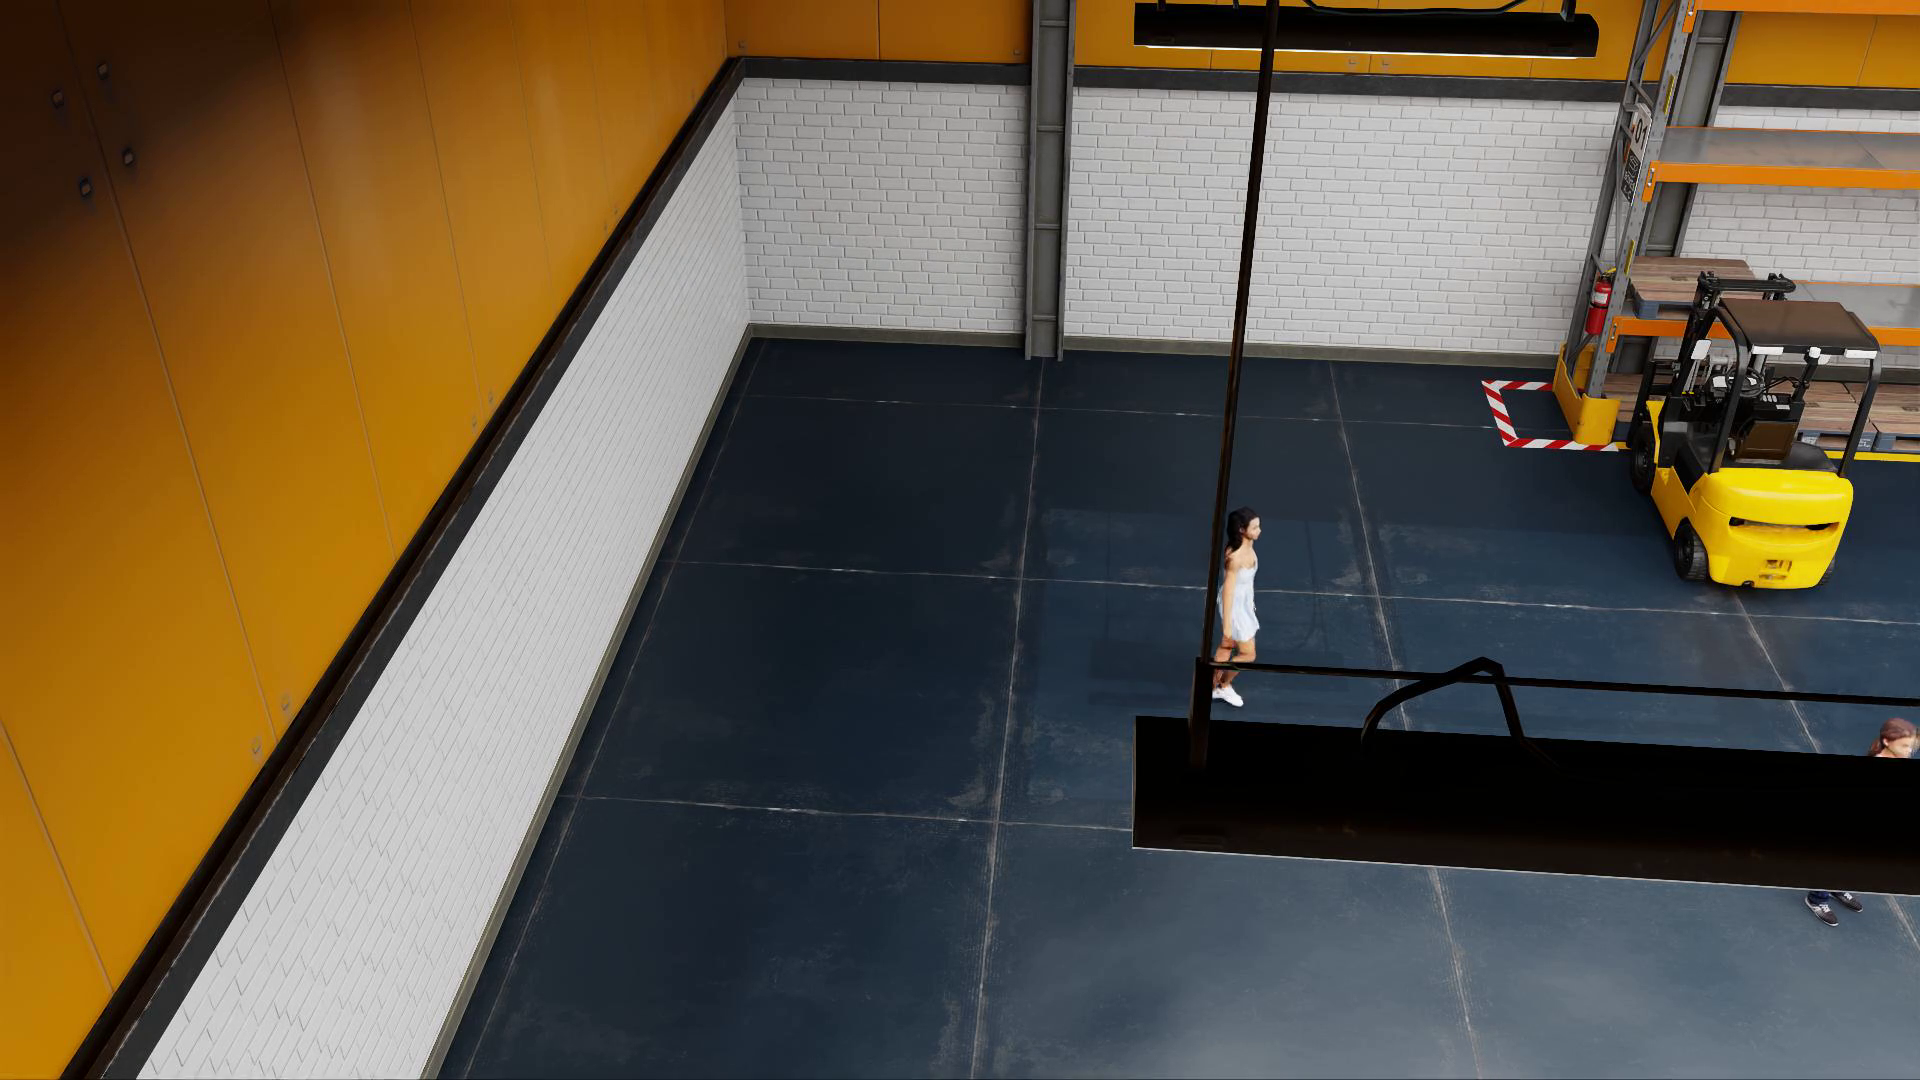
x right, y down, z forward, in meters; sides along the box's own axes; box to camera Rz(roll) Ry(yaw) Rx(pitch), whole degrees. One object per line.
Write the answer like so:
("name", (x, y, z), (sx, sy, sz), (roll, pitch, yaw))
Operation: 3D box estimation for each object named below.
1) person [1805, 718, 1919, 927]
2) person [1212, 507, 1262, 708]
("person", (5.776, 1.760, 10.613), (0.609, 1.563, 0.689), (-17, 37, -24))
("person", (1.963, 0.487, 12.382), (0.658, 1.723, 0.671), (12, 36, 18))
